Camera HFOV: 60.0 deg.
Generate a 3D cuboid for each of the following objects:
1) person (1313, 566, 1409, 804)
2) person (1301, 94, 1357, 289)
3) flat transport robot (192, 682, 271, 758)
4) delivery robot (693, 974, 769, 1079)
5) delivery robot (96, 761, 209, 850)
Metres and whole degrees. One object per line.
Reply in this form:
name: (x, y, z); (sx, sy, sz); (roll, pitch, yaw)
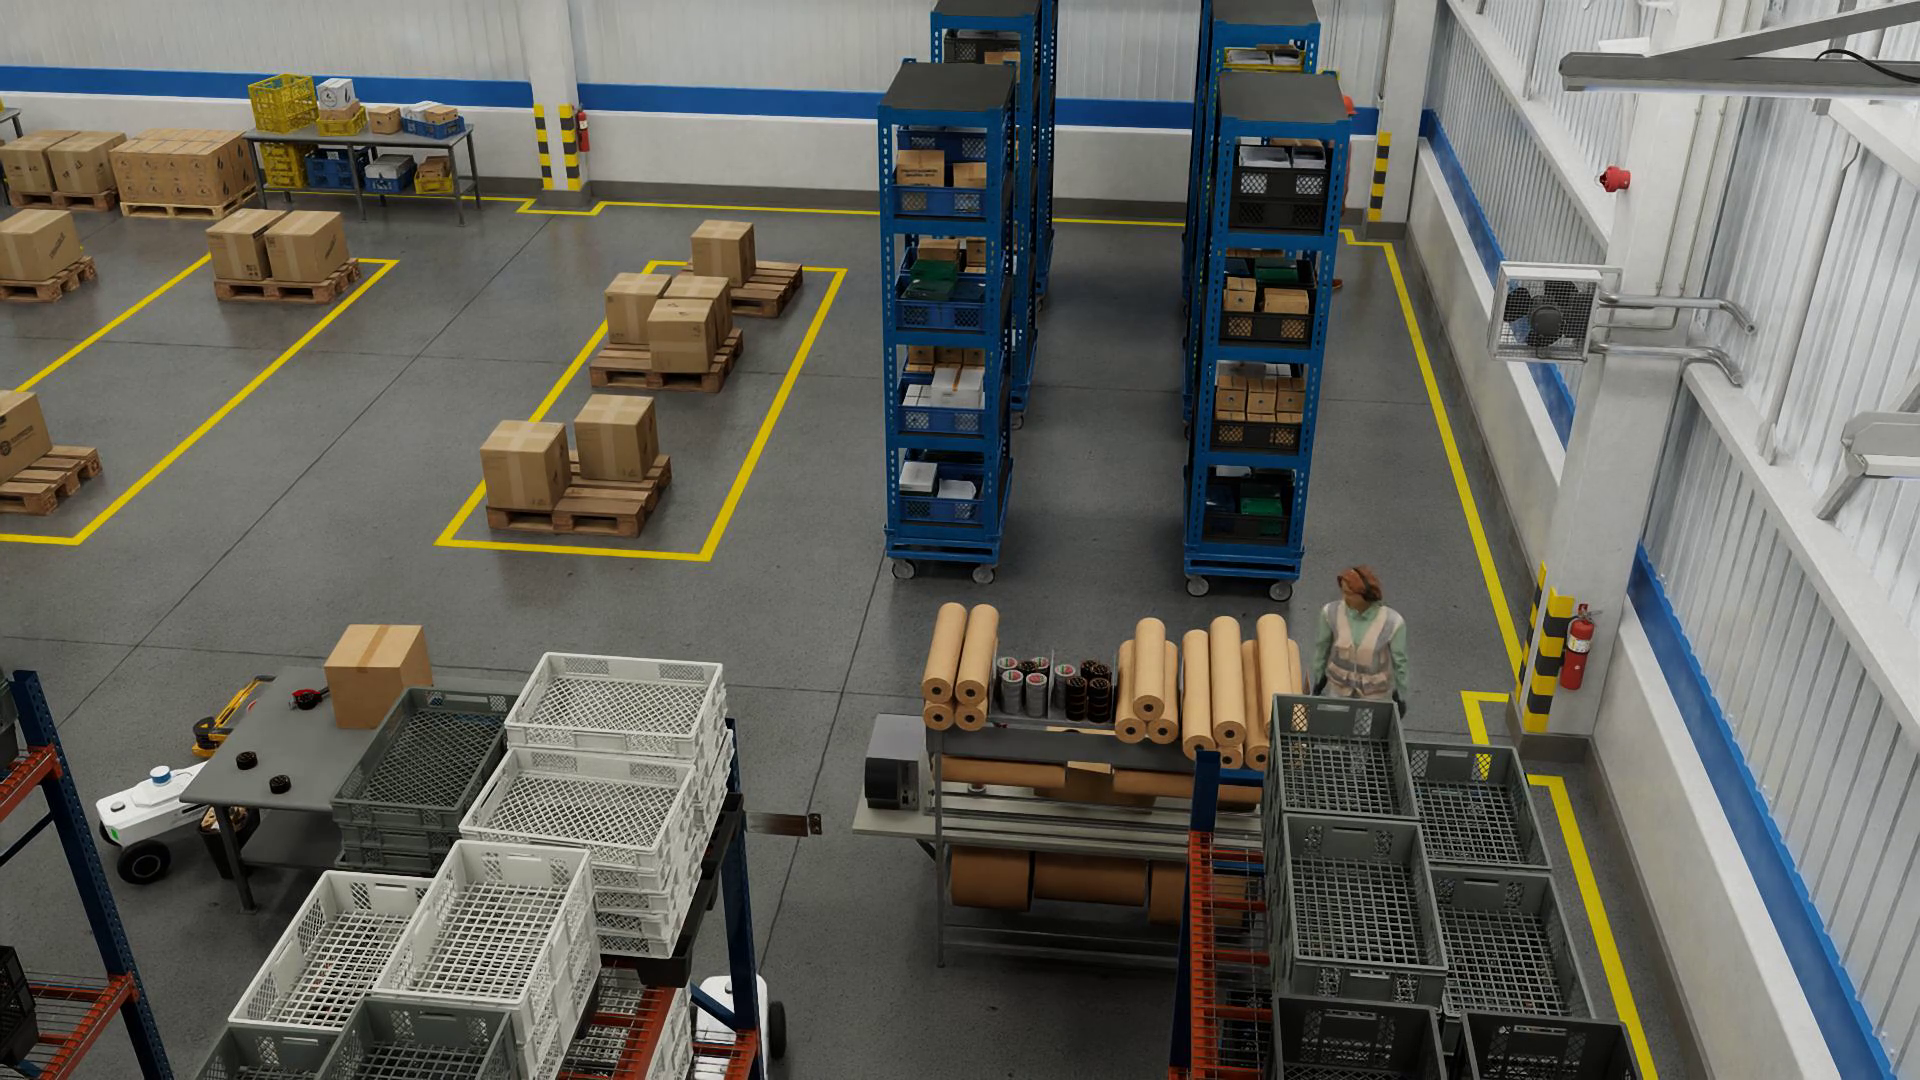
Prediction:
person: (2.361, 0.875, 9.814); (0.571, 1.619, 0.479); (16, 34, 25)
person: (3.782, -3.579, 17.095); (0.392, 1.991, 0.612); (-13, 33, -22)
flat transport robot: (-4.089, 1.163, 10.648); (1.431, 0.197, 0.652); (3, 30, 6)
delivery robot: (-1.109, 2.443, 8.080); (0.477, 0.478, 0.707); (-2, 30, -4)
delivery robot: (-4.584, 1.529, 9.649); (0.707, 0.478, 0.477); (-21, 36, -31)
